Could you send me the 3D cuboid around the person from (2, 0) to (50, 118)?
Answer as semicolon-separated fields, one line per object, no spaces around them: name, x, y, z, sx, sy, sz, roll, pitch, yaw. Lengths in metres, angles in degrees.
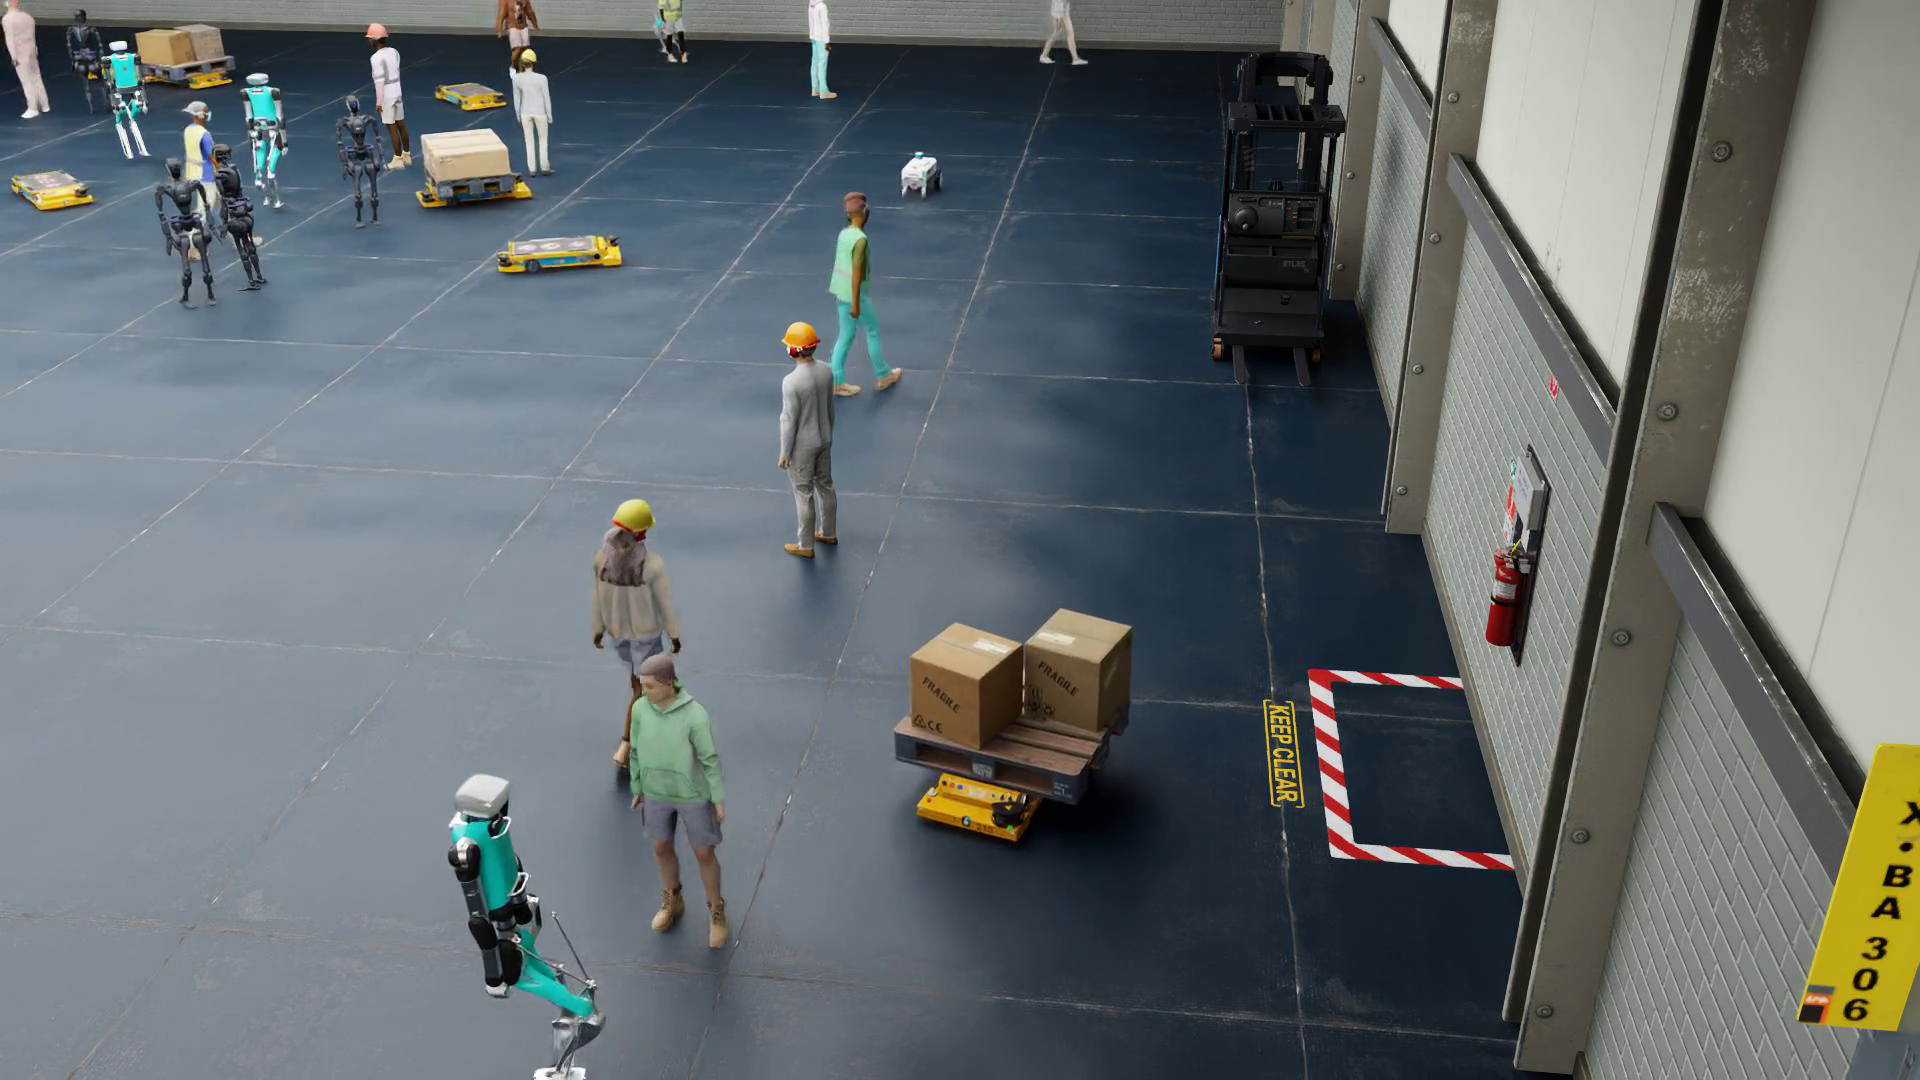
person;-15.281;-7.864;27.061;0.397;1.870;0.777;4;27;9

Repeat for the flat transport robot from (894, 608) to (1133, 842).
flat transport robot;0.321;1.356;10.432;0.659;0.231;1.431;11;29;21

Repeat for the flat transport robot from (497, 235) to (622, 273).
flat transport robot;-4.822;-3.438;20.001;1.431;0.231;0.659;-6;27;-13

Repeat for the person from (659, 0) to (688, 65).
person;-5.320;-9.655;30.860;0.547;1.646;0.818;-18;32;-32

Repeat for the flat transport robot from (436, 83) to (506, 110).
flat transport robot;-8.278;-7.497;28.105;0.659;0.231;1.431;-19;32;-33

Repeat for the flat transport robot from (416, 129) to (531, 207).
flat transport robot;-6.629;-4.756;22.634;1.431;0.231;0.659;-12;29;-22

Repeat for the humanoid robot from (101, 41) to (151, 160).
humanoid robot;-12.127;-6.411;24.148;0.533;1.677;0.735;-21;33;-36

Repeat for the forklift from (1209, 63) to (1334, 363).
forklift;3.241;-3.477;17.183;1.129;2.768;1.873;3;27;6

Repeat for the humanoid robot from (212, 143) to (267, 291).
humanoid robot;-8.219;-3.672;18.882;0.315;1.657;0.599;1;27;1

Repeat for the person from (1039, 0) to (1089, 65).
person;1.927;-9.775;30.905;0.908;1.835;0.513;-3;27;-6

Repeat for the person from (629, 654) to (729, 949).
person;-1.459;1.364;8.804;0.551;1.731;0.315;6;27;12

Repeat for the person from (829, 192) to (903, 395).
person;-0.938;-2.365;16.007;0.872;1.927;0.582;-15;30;-27

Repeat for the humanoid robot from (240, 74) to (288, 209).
humanoid robot;-9.159;-5.156;21.798;0.577;1.762;0.817;2;27;4

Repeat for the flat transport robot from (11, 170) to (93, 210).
flat transport robot;-12.391;-4.773;22.668;0.659;0.231;1.431;-21;33;-35

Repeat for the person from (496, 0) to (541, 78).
person;-7.866;-9.105;29.571;0.473;1.828;0.829;21;33;35

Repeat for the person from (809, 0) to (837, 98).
person;-2.373;-8.505;28.281;0.362;1.915;0.492;-16;31;-30

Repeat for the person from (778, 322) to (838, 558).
person;-1.183;-0.776;12.887;0.380;1.890;0.562;19;32;33

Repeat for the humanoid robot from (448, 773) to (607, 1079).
humanoid robot;-1.905;1.925;7.756;0.745;1.870;0.543;1;27;2

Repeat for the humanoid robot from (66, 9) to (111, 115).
humanoid robot;-14.277;-7.844;27.240;0.609;1.640;0.594;-2;27;-3

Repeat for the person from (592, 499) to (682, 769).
person;-2.040;0.573;10.375;0.562;1.725;0.842;8;28;15

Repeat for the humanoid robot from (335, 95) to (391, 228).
humanoid robot;-7.602;-4.840;21.222;0.603;1.657;0.335;-16;31;-29

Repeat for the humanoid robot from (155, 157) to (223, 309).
humanoid robot;-8.478;-3.392;18.341;0.588;1.649;0.368;-20;33;-34

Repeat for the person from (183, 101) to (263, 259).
person;-9.085;-4.339;20.051;0.985;1.849;0.505;-19;32;-34

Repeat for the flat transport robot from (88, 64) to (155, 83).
flat transport robot;-14.993;-8.401;29.909;1.431;0.231;0.659;8;28;15

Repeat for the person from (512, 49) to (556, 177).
person;-6.014;-6.024;23.499;0.530;1.765;0.322;2;27;4

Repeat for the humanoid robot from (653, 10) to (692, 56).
humanoid robot;-5.578;-10.112;31.689;0.840;1.771;0.577;-2;27;-5

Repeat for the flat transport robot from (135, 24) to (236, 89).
flat transport robot;-13.707;-8.230;29.568;1.431;0.231;0.659;16;31;28

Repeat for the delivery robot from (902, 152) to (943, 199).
delivery robot;-0.552;-5.026;22.838;0.499;0.581;0.767;6;27;12

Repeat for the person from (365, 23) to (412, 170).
person;-8.205;-6.349;23.835;0.378;2.045;0.604;6;27;11
